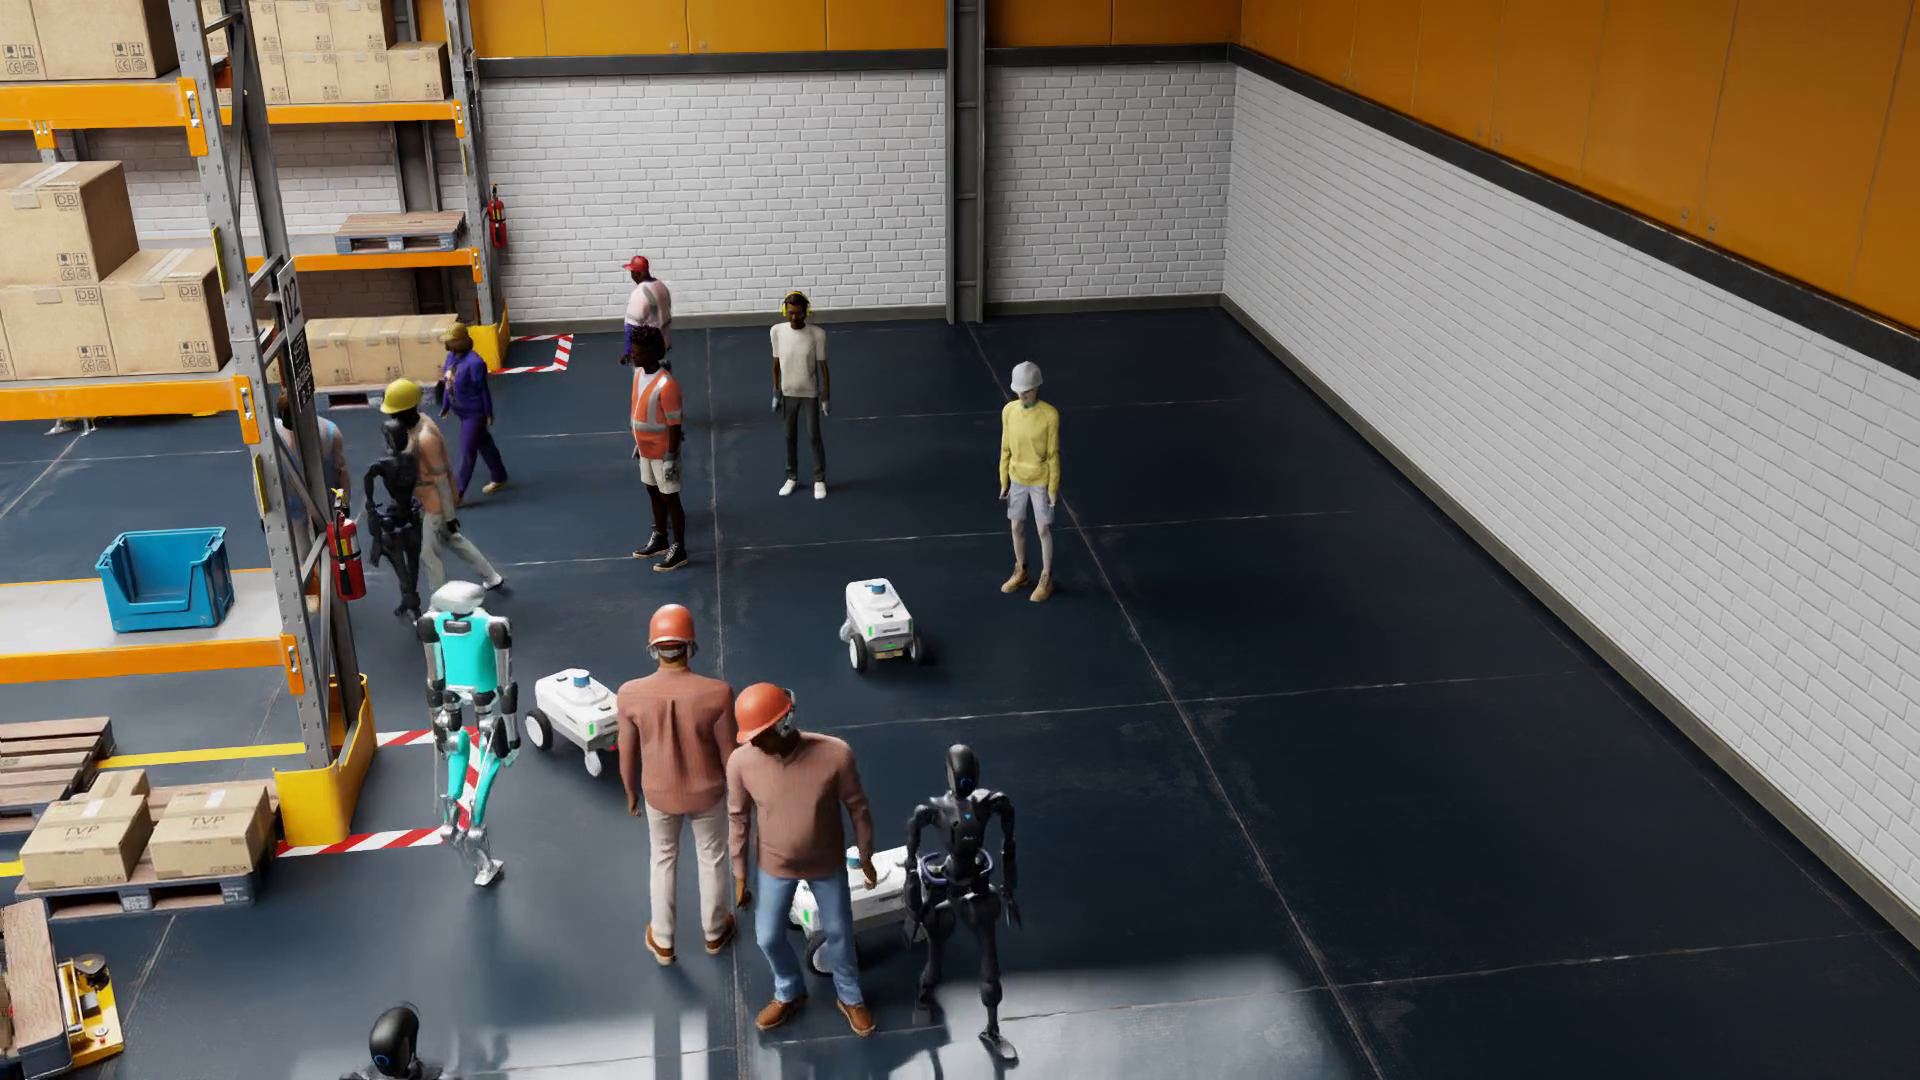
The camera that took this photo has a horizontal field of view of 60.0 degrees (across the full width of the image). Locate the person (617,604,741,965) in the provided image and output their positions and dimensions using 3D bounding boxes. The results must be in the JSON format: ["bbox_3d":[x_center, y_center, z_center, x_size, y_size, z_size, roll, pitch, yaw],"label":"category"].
[{"bbox_3d":[-1.395,1.249,8.448,0.625,1.973,0.430,1,24,2],"label":"person"}]

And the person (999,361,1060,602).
[{"bbox_3d":[0.521,-0.446,12.426,0.484,1.879,0.419,11,26,24],"label":"person"}]

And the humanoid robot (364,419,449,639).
[{"bbox_3d":[-3.960,-0.087,11.887,0.697,1.637,0.601,17,29,34],"label":"humanoid robot"}]

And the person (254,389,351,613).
[{"bbox_3d":[-4.724,-0.237,12.017,0.629,1.810,0.812,-7,25,-15],"label":"person"}]

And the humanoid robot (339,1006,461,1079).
[{"bbox_3d":[-2.031,2.422,6.182,0.589,1.623,0.796,0,24,0],"label":"humanoid robot"}]

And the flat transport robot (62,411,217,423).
[{"bbox_3d":[-8.108,-1.394,16.573,1.431,0.231,0.659,-3,24,-8],"label":"flat transport robot"}]

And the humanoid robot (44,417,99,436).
[{"bbox_3d":[-8.621,-1.819,15.744,0.553,1.801,0.815,12,27,26],"label":"humanoid robot"}]

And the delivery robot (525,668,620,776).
[{"bbox_3d":[-2.388,1.106,10.537,0.499,0.608,0.799,-21,31,-39],"label":"delivery robot"}]

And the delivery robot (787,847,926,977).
[{"bbox_3d":[-0.544,1.879,8.730,0.746,0.570,0.499,-10,26,-22],"label":"delivery robot"}]

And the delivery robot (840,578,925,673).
[{"bbox_3d":[-0.573,0.587,11.722,0.524,0.610,0.781,-7,25,-15],"label":"delivery robot"}]

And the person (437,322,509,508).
[{"bbox_3d":[-4.266,-1.075,14.195,0.467,1.577,0.832,20,31,38],"label":"person"}]

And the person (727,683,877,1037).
[{"bbox_3d":[-0.741,1.520,7.854,0.686,1.947,0.390,-1,24,-3],"label":"person"}]

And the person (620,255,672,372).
[{"bbox_3d":[-2.980,-1.837,15.763,0.479,1.736,0.606,5,24,11],"label":"person"}]

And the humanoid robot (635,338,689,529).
[{"bbox_3d":[-2.495,-0.904,13.691,0.320,1.650,0.603,7,25,16],"label":"humanoid robot"}]

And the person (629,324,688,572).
[{"bbox_3d":[-2.363,-0.723,12.936,0.368,1.965,0.605,-18,29,-35],"label":"person"}]

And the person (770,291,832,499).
[{"bbox_3d":[-1.356,-1.241,14.260,0.520,1.856,0.354,5,24,12],"label":"person"}]

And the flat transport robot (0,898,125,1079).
[{"bbox_3d":[-4.792,2.422,7.880,1.431,0.231,0.659,-14,27,-28],"label":"flat transport robot"}]

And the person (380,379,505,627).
[{"bbox_3d":[-3.749,-0.322,12.128,0.747,1.886,0.628,-12,26,-25],"label":"person"}]

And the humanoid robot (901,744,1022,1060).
[{"bbox_3d":[-0.008,1.677,7.865,0.588,1.653,0.596,-8,25,-17],"label":"humanoid robot"}]

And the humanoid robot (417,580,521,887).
[{"bbox_3d":[-2.693,1.168,8.966,0.532,1.823,0.712,5,24,12],"label":"humanoid robot"}]
